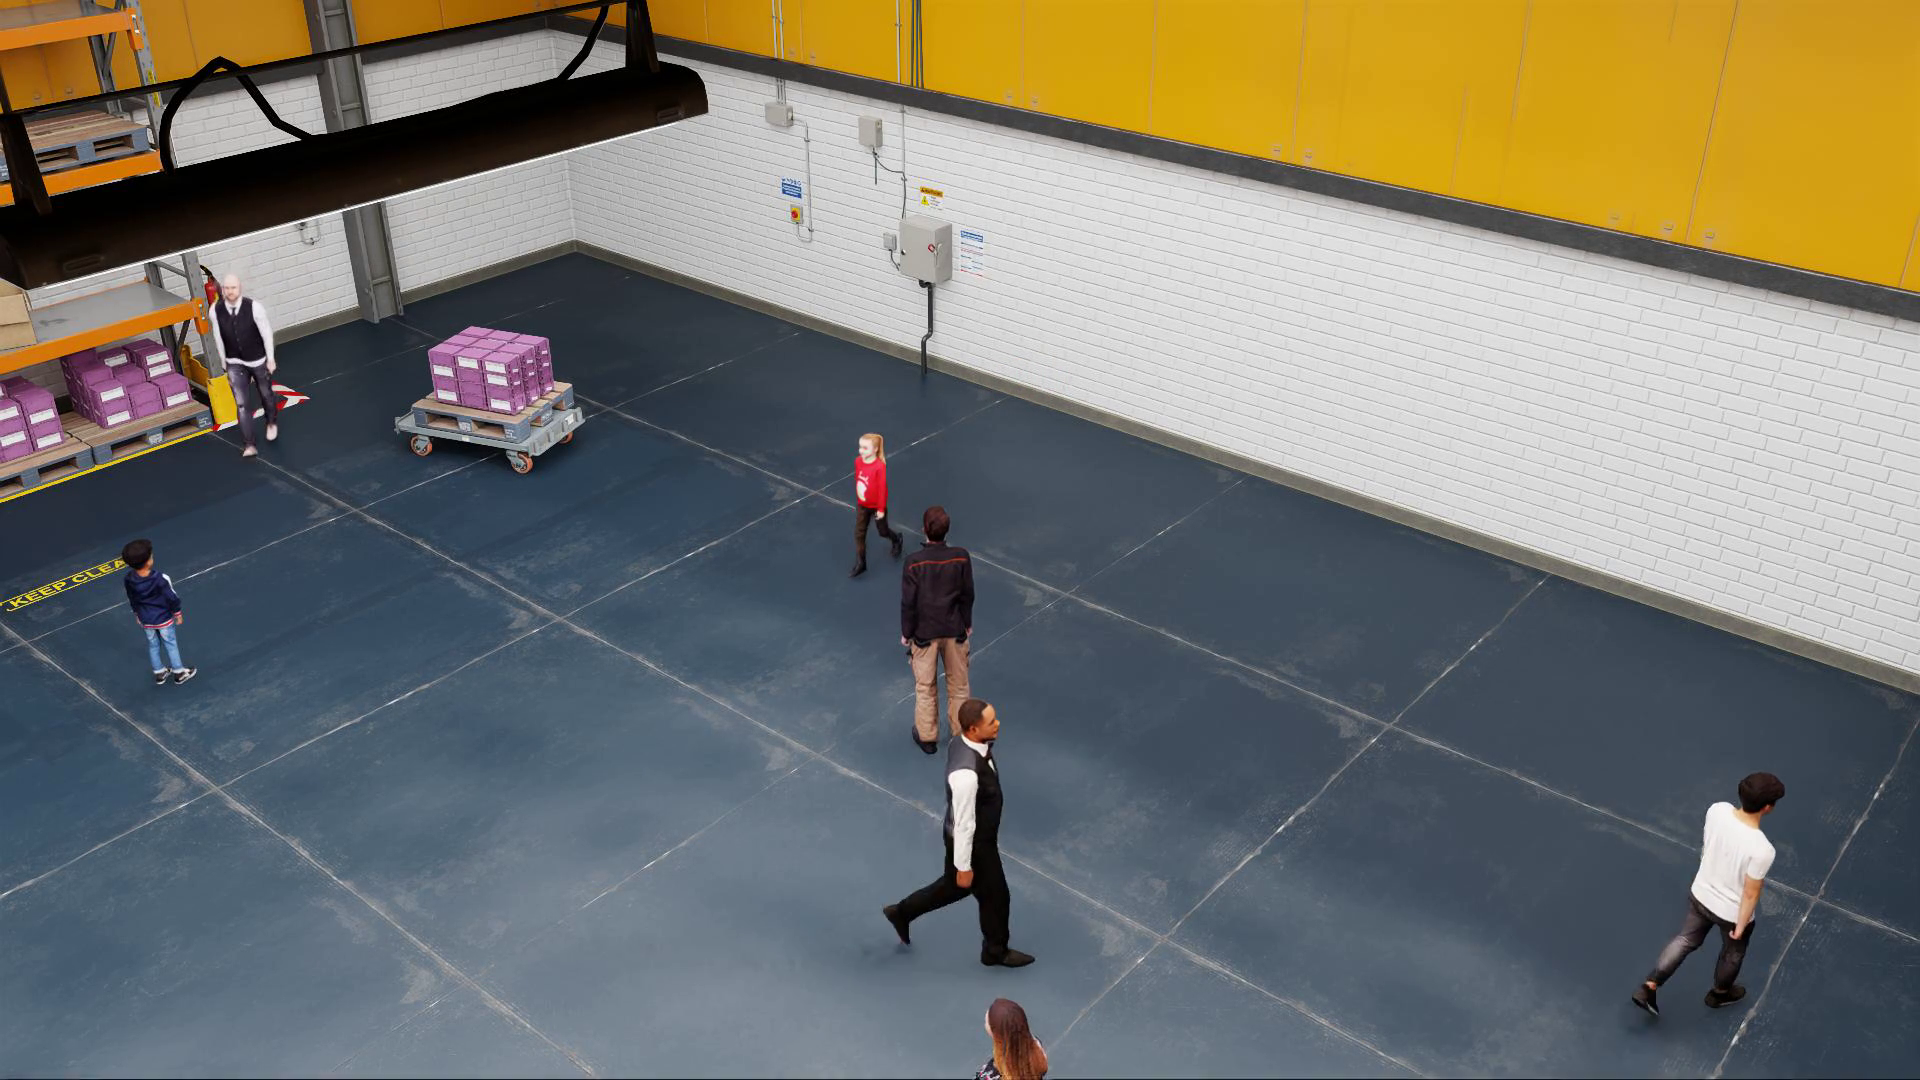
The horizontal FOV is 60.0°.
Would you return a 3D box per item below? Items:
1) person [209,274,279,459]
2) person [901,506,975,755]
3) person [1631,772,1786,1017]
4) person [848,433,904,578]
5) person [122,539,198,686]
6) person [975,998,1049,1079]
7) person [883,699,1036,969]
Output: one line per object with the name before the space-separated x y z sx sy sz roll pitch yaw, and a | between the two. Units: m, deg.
person | -6.920 -1.747 16.225 1.203 1.778 1.200 -6 29 -10
person | -0.156 0.641 11.695 0.756 1.925 0.852 -7 29 -13
person | 4.241 2.026 9.393 1.140 1.698 0.924 -12 31 -21
person | -0.710 -0.321 14.150 0.575 1.262 0.899 16 32 27
person | -6.106 0.545 12.604 0.593 1.221 0.629 2 29 3
person | 0.322 2.899 7.865 1.070 1.628 0.792 -21 35 -33
person | -0.029 1.738 9.718 1.191 1.891 1.204 1 29 3
